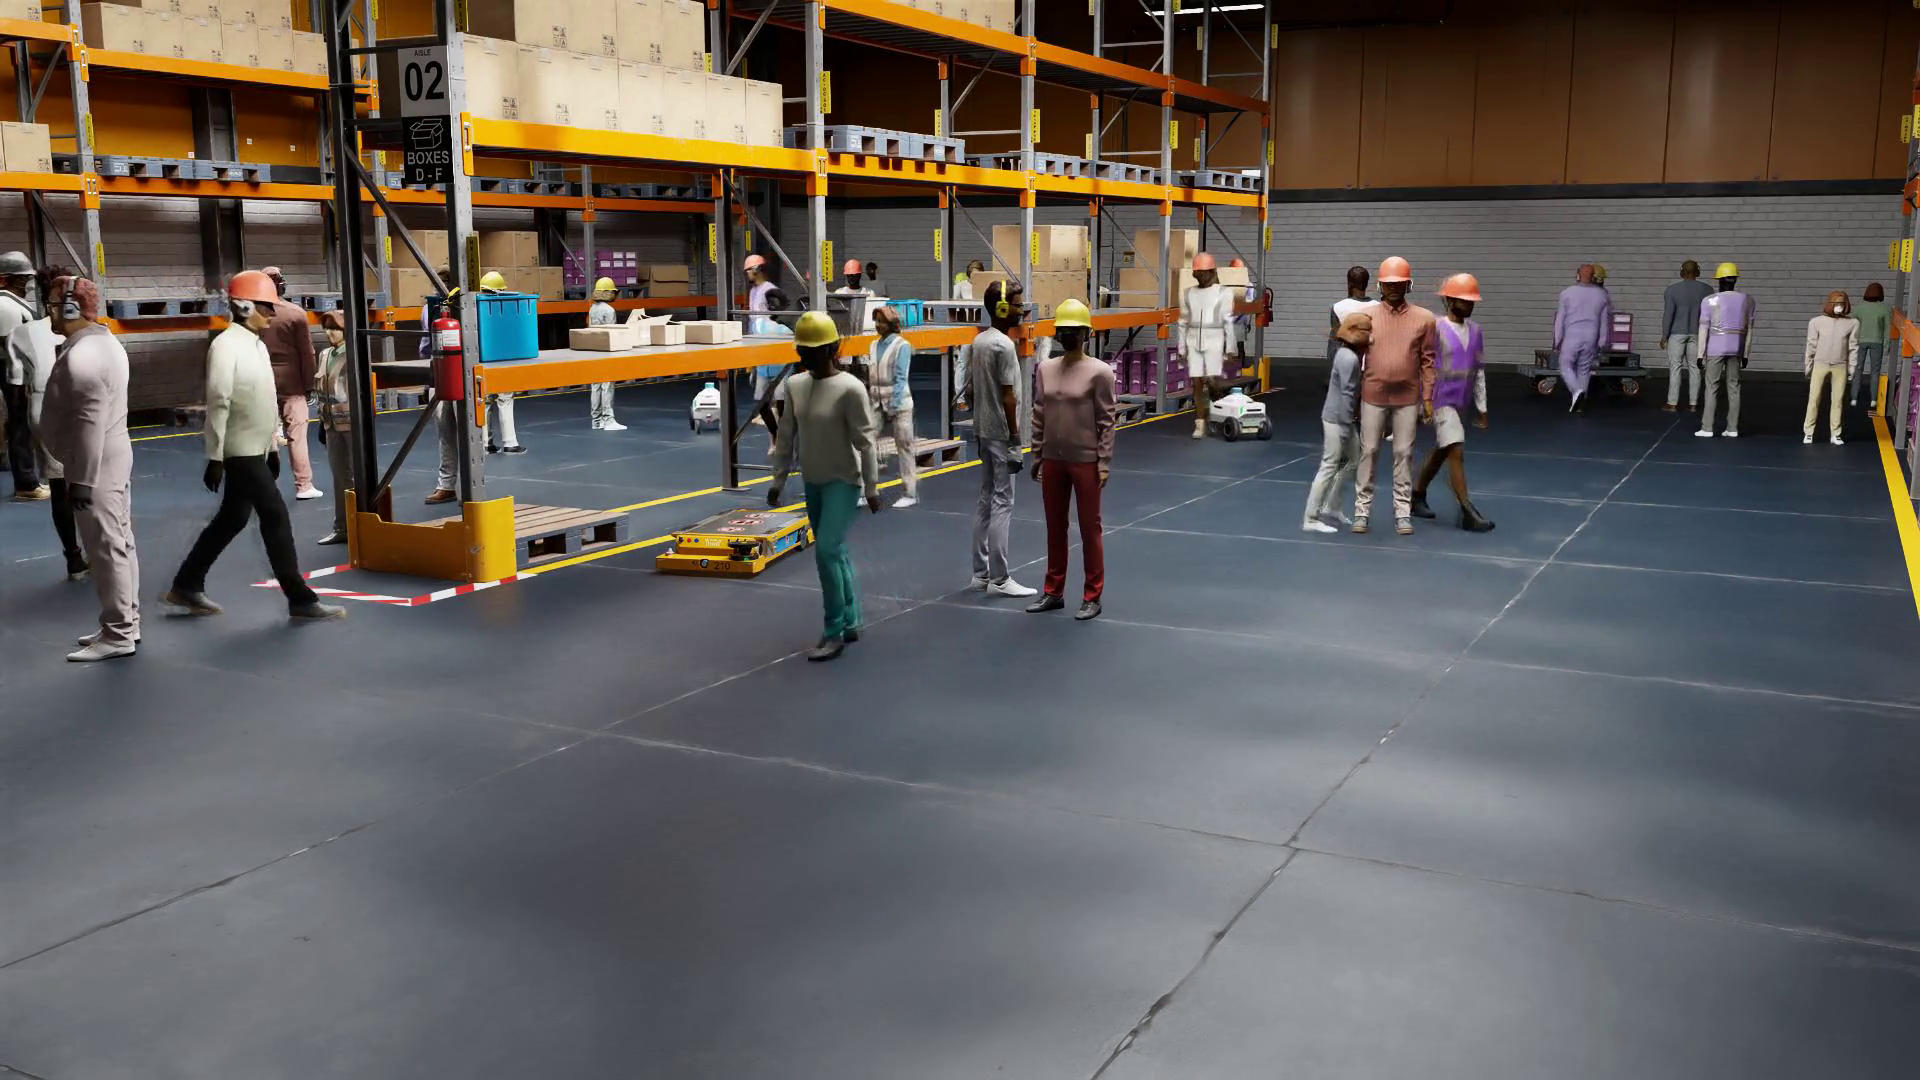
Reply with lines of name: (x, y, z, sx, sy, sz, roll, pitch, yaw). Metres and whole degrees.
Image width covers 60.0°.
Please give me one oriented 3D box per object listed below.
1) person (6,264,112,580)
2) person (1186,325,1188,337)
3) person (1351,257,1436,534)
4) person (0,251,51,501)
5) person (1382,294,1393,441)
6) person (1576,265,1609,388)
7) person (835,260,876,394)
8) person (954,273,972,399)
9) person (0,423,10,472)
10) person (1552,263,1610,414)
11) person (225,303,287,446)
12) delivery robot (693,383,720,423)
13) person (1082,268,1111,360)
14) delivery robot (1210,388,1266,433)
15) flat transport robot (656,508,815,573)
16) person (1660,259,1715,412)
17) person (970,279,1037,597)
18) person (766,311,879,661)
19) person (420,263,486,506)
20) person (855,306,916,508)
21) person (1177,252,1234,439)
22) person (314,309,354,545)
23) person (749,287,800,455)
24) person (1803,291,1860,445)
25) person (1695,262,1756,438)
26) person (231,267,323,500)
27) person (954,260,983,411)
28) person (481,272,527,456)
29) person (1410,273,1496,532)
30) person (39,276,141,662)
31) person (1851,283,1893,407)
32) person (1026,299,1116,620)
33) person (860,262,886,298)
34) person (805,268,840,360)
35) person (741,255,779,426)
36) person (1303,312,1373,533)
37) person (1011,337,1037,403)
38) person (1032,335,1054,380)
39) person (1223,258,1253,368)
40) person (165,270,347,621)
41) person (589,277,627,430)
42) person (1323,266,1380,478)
person: (-5.572, -0.740, 10.410, 0.641, 1.944, 0.617, -4, 11, -22)
person: (3.721, -3.430, 26.218, 0.582, 1.878, 0.351, -9, 13, -42)
person: (3.097, -1.031, 11.977, 0.625, 1.992, 0.386, 2, 10, 10)
person: (-7.667, -1.348, 13.681, 0.538, 2.000, 0.690, -5, 11, -29)
person: (4.632, -1.914, 17.948, 0.313, 1.696, 0.540, -6, 12, -33)
person: (9.542, -3.212, 25.073, 0.403, 1.831, 0.596, -5, 11, -25)
person: (-1.320, -2.518, 20.750, 0.542, 1.938, 0.357, 1, 10, 6)
person: (-0.016, -2.777, 22.809, 0.795, 1.732, 0.556, -6, 12, -33)
person: (-9.135, -1.565, 15.310, 0.630, 1.903, 0.591, 2, 10, 12)
person: (7.760, -2.500, 20.773, 0.664, 1.892, 0.590, 0, 10, -1)
person: (-7.284, -1.873, 17.337, 0.428, 1.837, 0.625, 8, 13, 39)
delivery robot: (-2.822, -1.534, 18.783, 0.477, 0.478, 0.707, -1, 10, -4)
person: (1.777, -2.838, 22.928, 0.621, 1.835, 0.430, -1, 10, -4)
delivery robot: (3.011, -1.409, 18.056, 0.477, 0.478, 0.707, -4, 10, -21)
flat transport robot: (-1.443, -0.013, 11.067, 0.652, 0.197, 1.431, 2, 10, 12)
person: (9.252, -2.597, 21.206, 0.638, 1.936, 0.357, 0, 10, 1)
person: (0.242, -0.594, 9.815, 0.315, 1.866, 0.533, -4, 11, -22)
person: (-0.703, -0.271, 8.334, 0.531, 1.738, 0.668, 9, 13, 41)
person: (-4.050, -1.238, 13.335, 0.627, 1.941, 0.374, 4, 11, 22)
person: (-0.639, -1.017, 13.037, 0.786, 1.604, 0.520, -10, 14, -44)
person: (2.665, -2.103, 18.080, 0.640, 2.031, 0.481, 5, 11, 27)
person: (-4.227, -0.763, 11.451, 0.513, 1.641, 0.307, 6, 11, 31)
person: (-1.792, -1.636, 16.374, 0.568, 1.702, 0.463, 4, 11, 23)
person: (9.206, -1.813, 17.584, 0.503, 1.629, 0.283, 4, 10, 20)
person: (8.368, -2.072, 18.234, 0.588, 1.918, 0.397, 0, 10, 0)
person: (-5.572, -1.269, 13.605, 0.639, 1.910, 0.407, 0, 10, -2)
person: (0.166, -2.619, 21.349, 0.627, 1.934, 0.370, -7, 12, -34)
person: (-4.639, -1.758, 16.653, 0.586, 1.833, 0.403, 4, 11, 22)
person: (3.654, -1.035, 12.369, 0.561, 1.877, 1.029, -6, 11, -31)
person: (-4.352, -0.354, 8.310, 0.404, 1.910, 0.636, -3, 10, -17)
person: (12.021, -2.578, 21.980, 0.507, 1.631, 0.267, 8, 12, 37)
person: (0.612, -0.444, 9.232, 0.533, 1.772, 0.297, 8, 12, 37)
person: (-1.599, -4.115, 30.261, 0.549, 1.843, 0.710, 3, 10, 16)
person: (-1.651, -2.418, 20.334, 0.995, 1.893, 0.560, 7, 12, 37)
person: (-2.316, -2.334, 19.564, 0.415, 1.999, 0.640, -6, 11, -30)
person: (2.732, -0.836, 12.041, 0.465, 1.584, 0.514, 2, 10, 11)
person: (0.729, -2.715, 22.098, 0.603, 1.880, 0.937, 3, 10, 19)
person: (1.303, -3.438, 26.461, 0.410, 1.809, 0.630, -5, 11, -29)
person: (4.314, -3.443, 26.117, 0.542, 1.933, 0.372, 4, 11, 22)
person: (-3.976, -0.511, 9.160, 1.018, 1.943, 0.631, -1, 10, -5)
person: (-4.062, -2.135, 19.094, 0.323, 1.743, 0.489, -9, 13, -41)
person: (3.560, -1.497, 14.938, 0.604, 1.906, 0.401, -4, 11, -23)
